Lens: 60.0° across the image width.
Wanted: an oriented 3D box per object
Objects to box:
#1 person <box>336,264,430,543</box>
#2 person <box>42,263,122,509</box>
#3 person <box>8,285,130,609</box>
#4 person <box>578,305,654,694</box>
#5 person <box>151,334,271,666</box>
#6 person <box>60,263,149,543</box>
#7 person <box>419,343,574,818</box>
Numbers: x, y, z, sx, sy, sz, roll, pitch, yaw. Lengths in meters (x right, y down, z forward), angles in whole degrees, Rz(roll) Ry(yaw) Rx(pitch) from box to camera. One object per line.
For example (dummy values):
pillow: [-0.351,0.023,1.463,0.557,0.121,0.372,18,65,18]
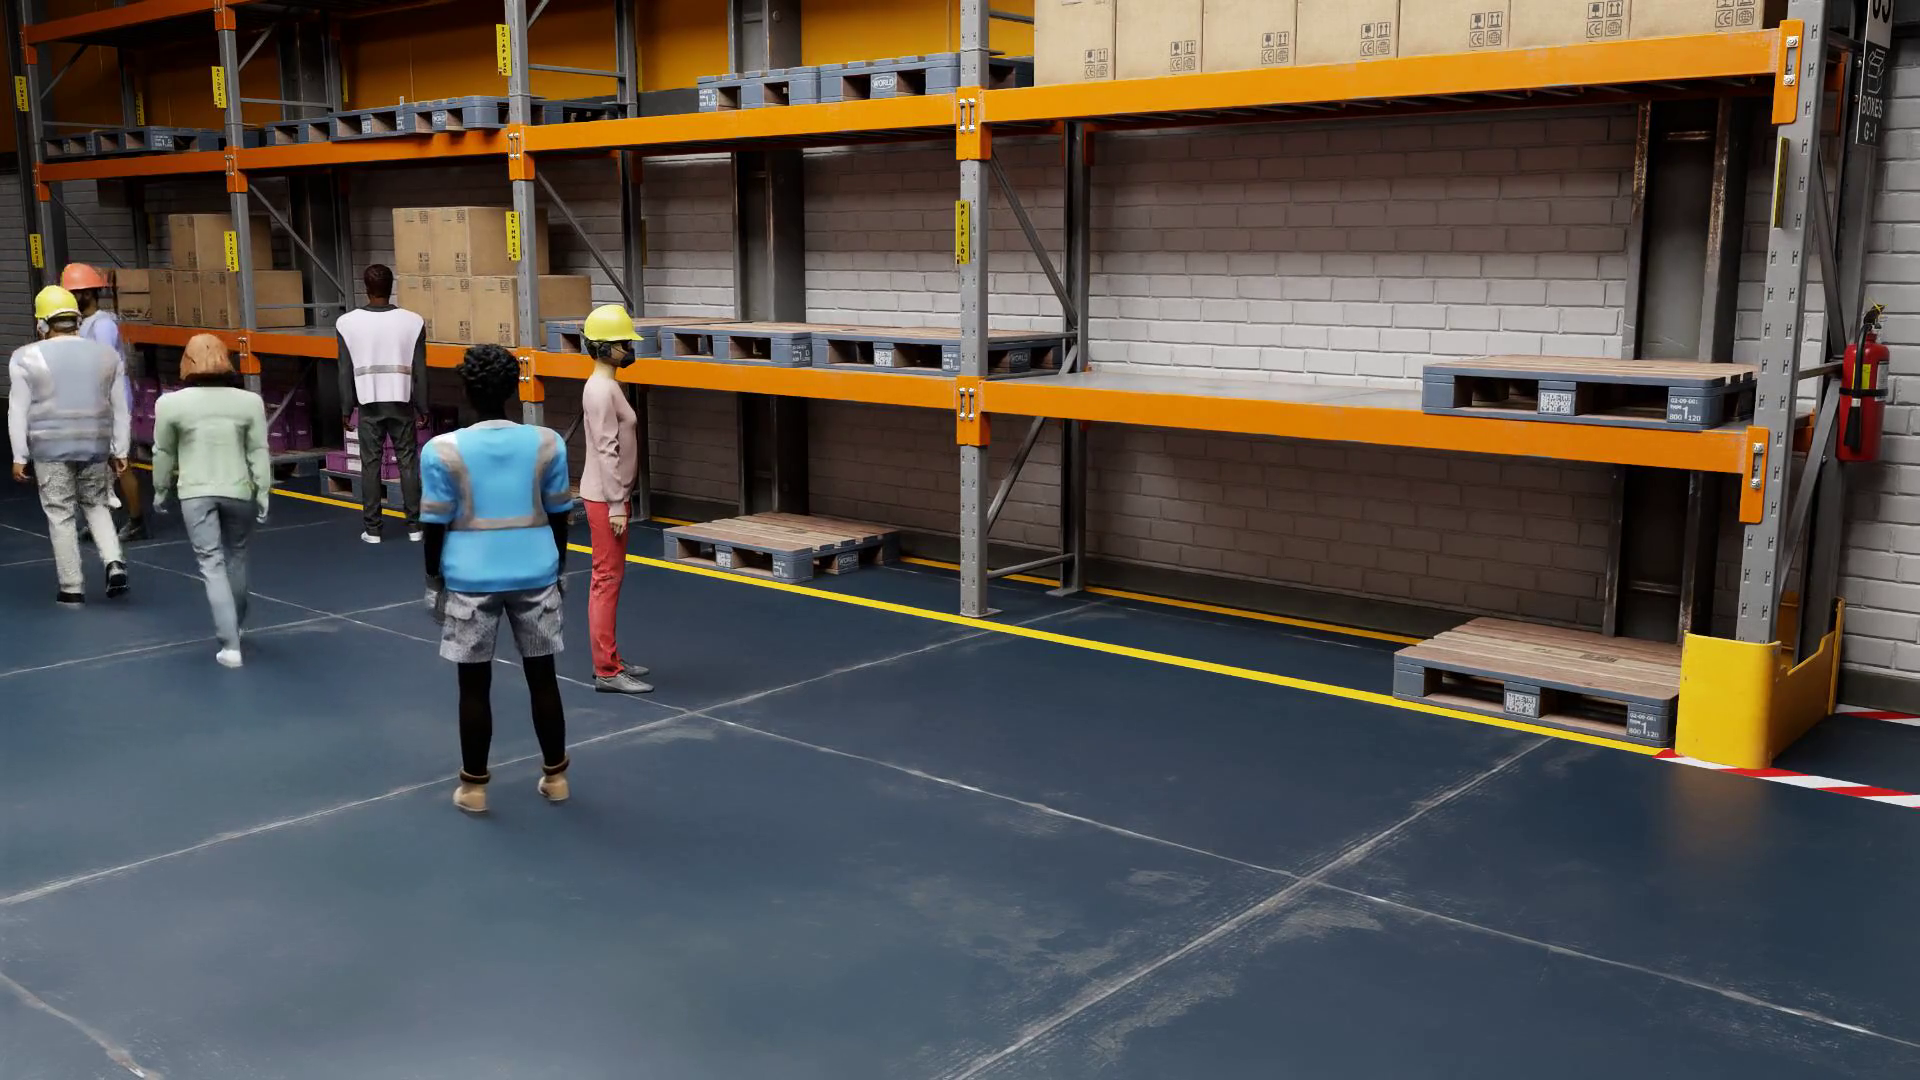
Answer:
person: [-3.953,-0.930,11.445,0.589,1.911,0.376,-4,11,-20]
person: [-6.630,-1.135,12.632,0.427,1.908,0.594,8,13,39]
person: [-4.995,-0.511,9.341,0.418,1.818,0.599,9,13,41]
person: [-1.582,-0.185,7.620,0.311,1.769,0.525,-2,10,-12]
person: [-3.708,-0.212,8.234,0.503,1.598,0.799,-7,12,-36]
person: [-5.907,-0.909,11.304,0.556,1.913,0.632,10,14,44]
person: [-1.642,0.147,5.939,0.546,1.690,0.318,-5,11,-27]
